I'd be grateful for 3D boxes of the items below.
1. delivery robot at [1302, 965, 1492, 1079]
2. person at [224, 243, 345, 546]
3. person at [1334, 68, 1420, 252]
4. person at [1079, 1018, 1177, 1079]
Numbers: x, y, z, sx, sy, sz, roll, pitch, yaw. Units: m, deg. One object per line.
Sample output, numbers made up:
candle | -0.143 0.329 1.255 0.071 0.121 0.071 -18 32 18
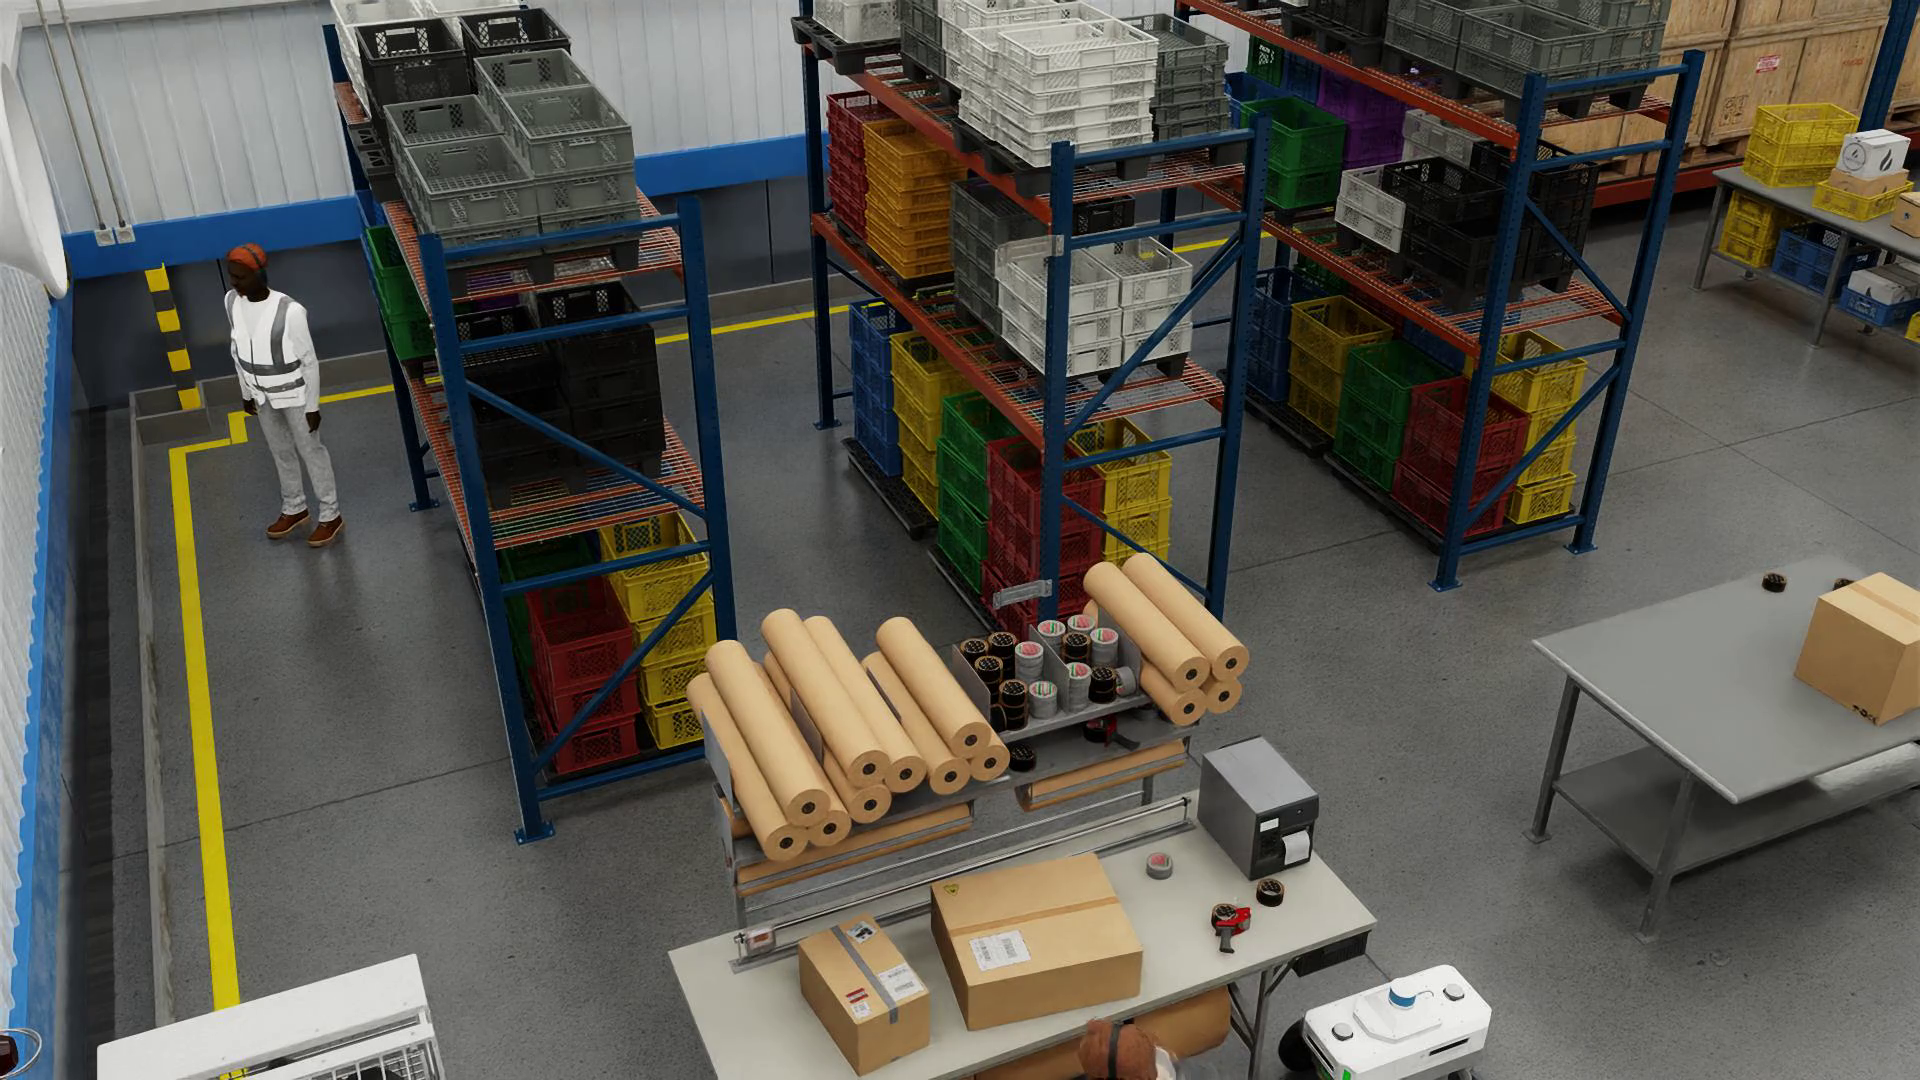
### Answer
delivery robot | 1.699 1.913 6.483 0.707 0.478 0.477 -12 34 -19
person | -4.005 -0.847 9.793 0.576 1.883 0.354 12 33 18
person | 3.418 -3.298 13.733 0.625 1.933 0.374 18 36 26
person | 0.570 2.116 5.248 0.831 1.599 0.559 16 35 24
